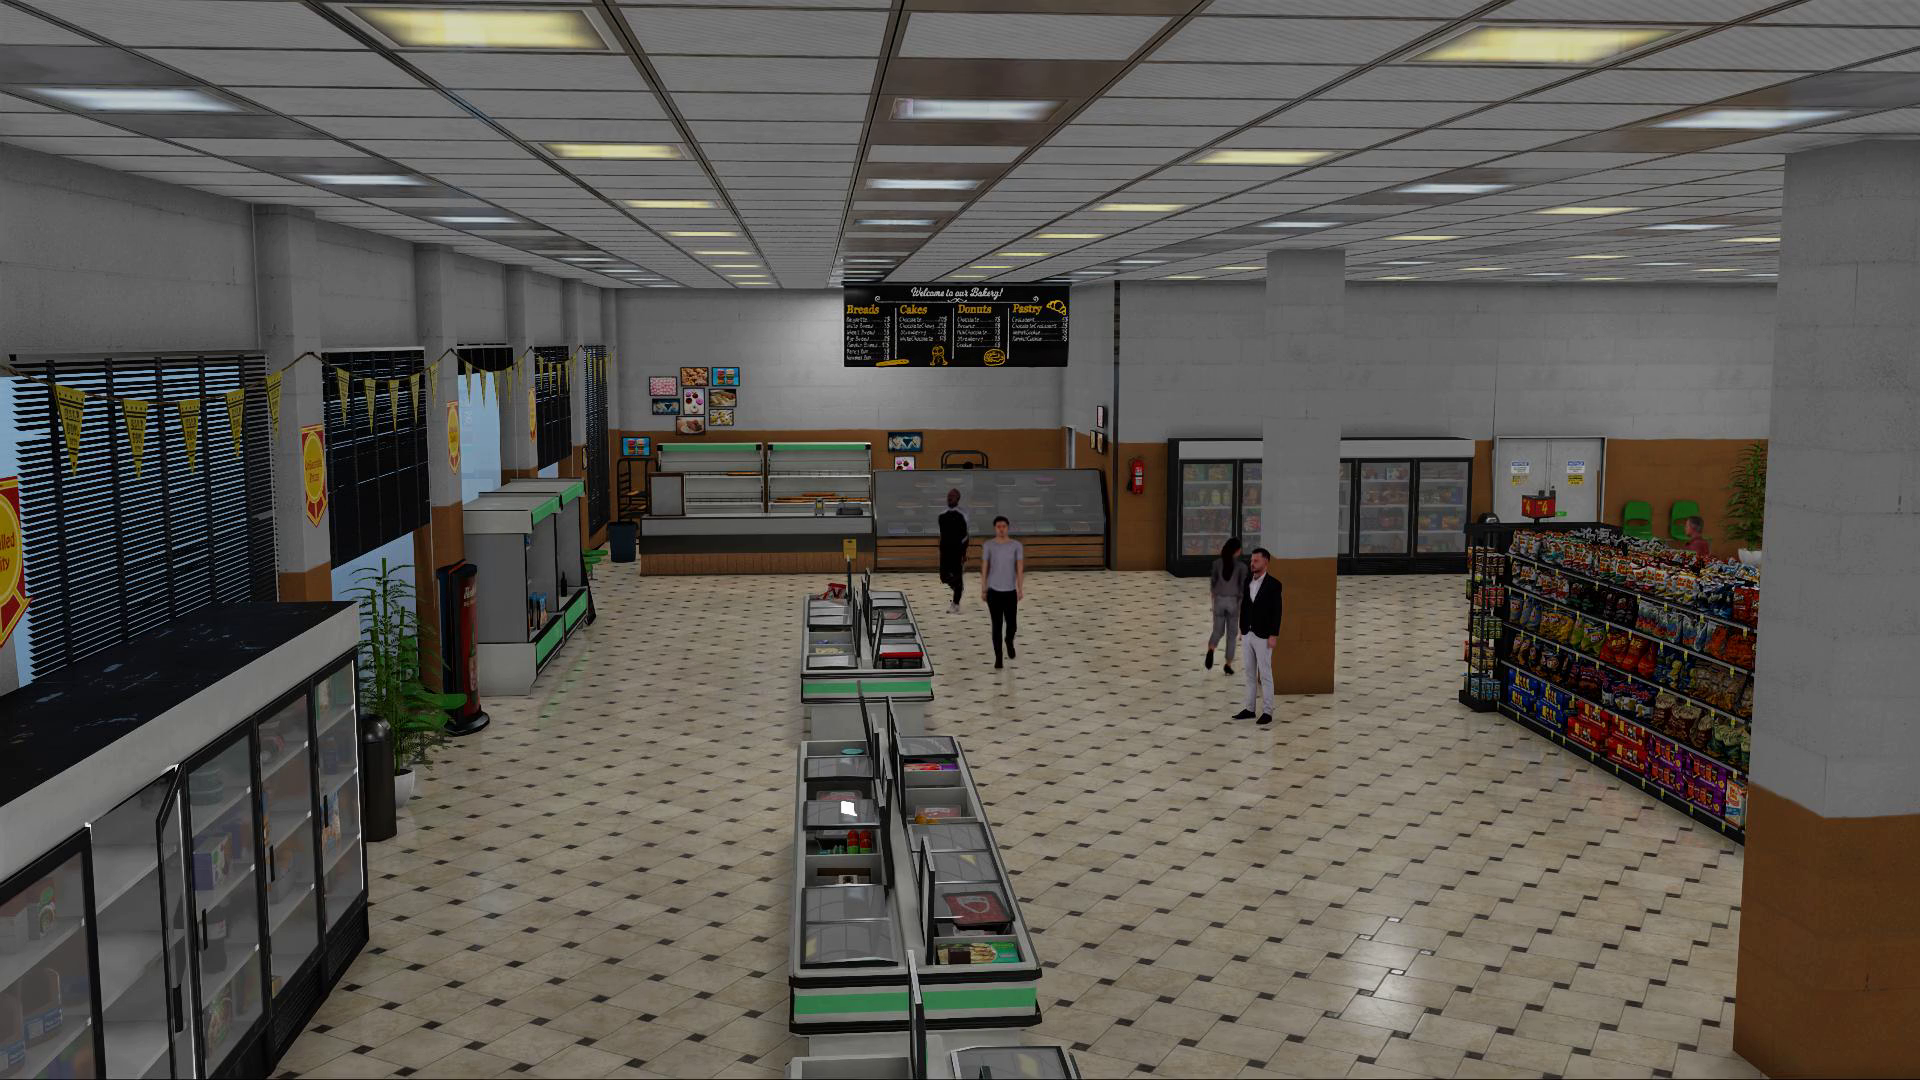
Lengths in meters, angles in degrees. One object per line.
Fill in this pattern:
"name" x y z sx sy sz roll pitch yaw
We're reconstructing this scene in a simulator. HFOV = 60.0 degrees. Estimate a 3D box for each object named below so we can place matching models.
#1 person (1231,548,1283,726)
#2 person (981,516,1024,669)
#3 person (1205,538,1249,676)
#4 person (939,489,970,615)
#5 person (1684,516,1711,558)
"person" 3.141 0.992 17.448 0.802 1.844 0.703 -6 9 -40
"person" 0.516 0.630 20.432 0.724 1.847 0.897 0 7 2
"person" 3.146 0.817 19.671 0.858 1.658 0.951 3 8 26
"person" -0.041 0.149 24.546 0.916 1.815 0.993 4 8 33
"person" 9.220 0.631 20.655 1.243 1.792 1.178 6 9 40
